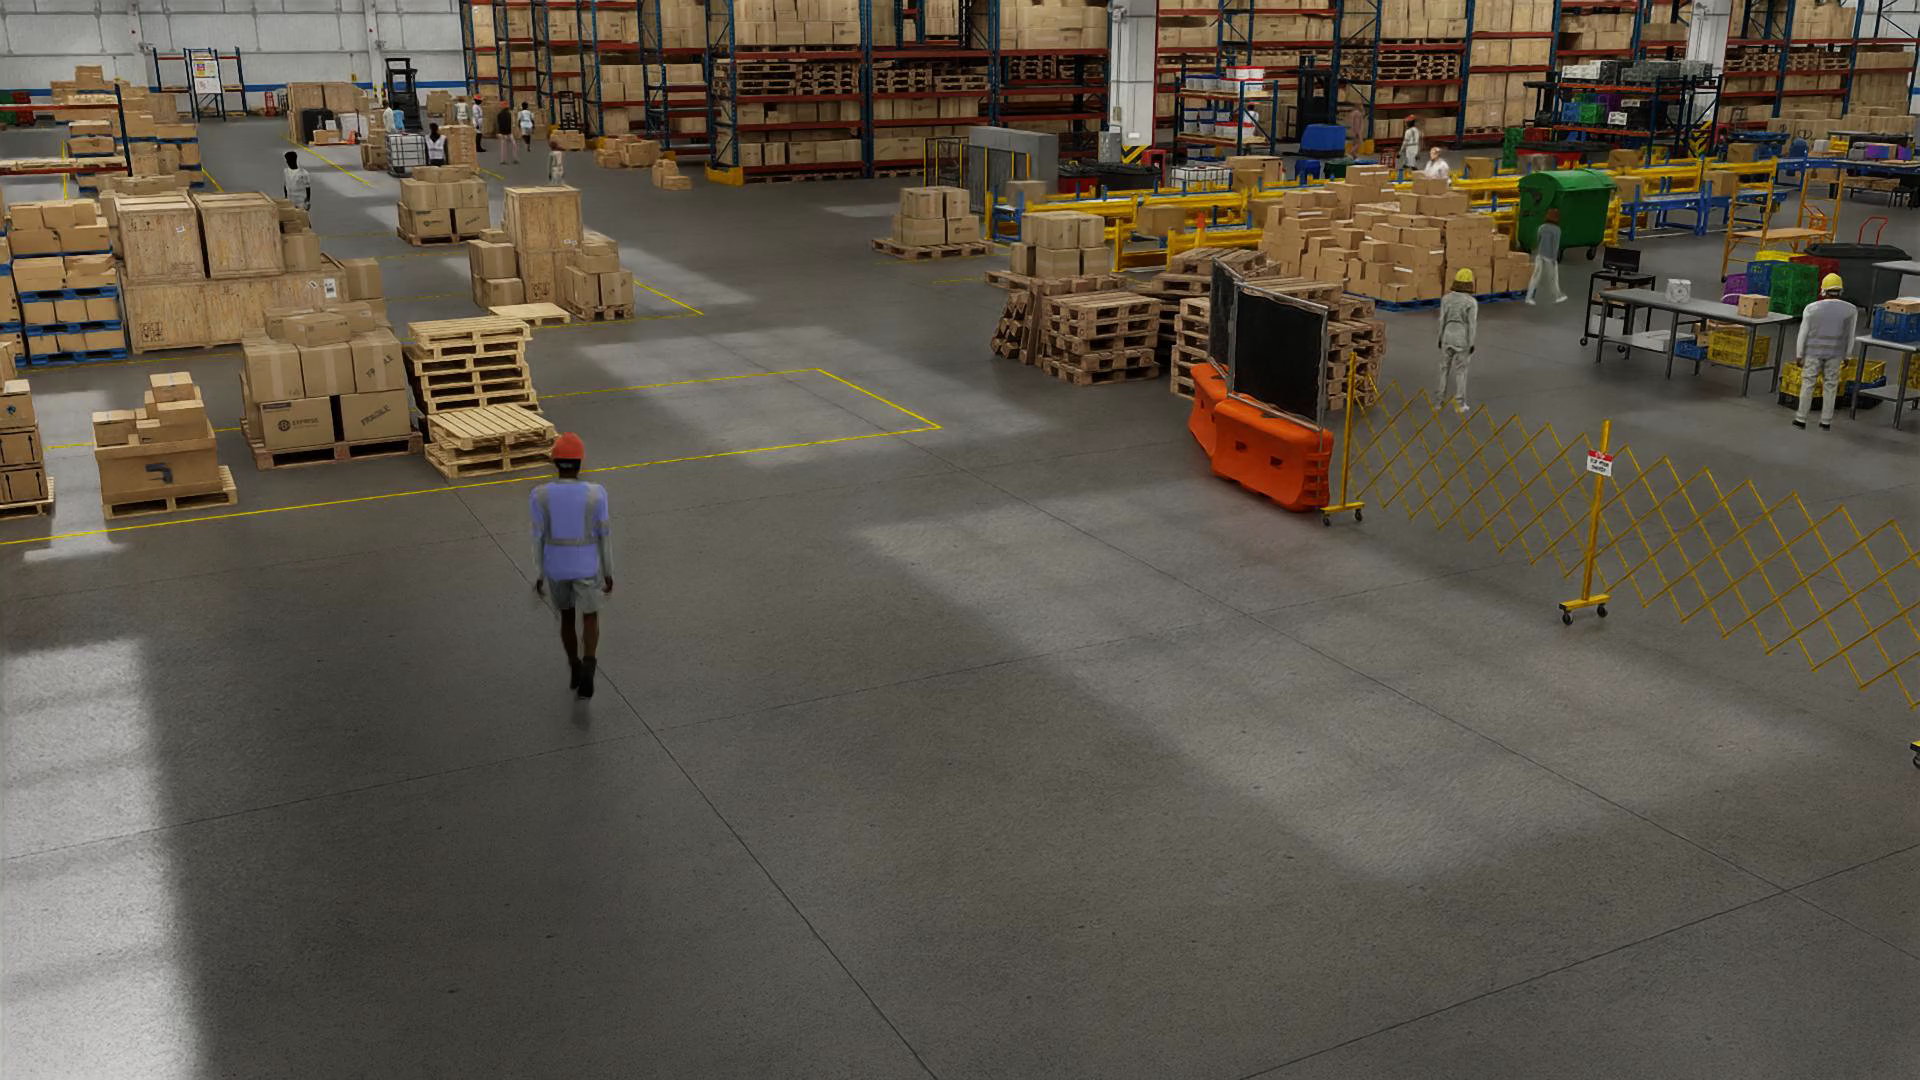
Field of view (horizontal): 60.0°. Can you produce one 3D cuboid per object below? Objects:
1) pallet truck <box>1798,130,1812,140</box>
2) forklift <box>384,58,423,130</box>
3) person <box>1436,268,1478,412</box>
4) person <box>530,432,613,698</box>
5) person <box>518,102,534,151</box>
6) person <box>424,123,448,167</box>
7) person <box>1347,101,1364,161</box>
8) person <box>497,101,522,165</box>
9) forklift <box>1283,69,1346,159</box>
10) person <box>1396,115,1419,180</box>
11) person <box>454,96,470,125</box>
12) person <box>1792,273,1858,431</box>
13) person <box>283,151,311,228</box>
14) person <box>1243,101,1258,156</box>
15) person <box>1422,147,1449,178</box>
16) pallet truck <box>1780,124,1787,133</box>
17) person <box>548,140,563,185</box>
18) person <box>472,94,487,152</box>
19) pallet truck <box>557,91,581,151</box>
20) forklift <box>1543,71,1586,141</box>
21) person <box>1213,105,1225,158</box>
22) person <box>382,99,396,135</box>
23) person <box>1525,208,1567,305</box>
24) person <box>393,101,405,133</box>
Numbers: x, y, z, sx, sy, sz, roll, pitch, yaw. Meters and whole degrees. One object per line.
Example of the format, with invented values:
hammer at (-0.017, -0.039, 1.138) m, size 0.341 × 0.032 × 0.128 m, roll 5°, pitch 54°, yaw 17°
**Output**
pallet truck at (25.526, -11.556, 49.408) m, size 1.630 × 1.274 × 0.653 m, roll -9°, pitch 20°, yaw -26°
forklift at (-22.207, -17.693, 65.995) m, size 1.129 × 2.768 × 1.873 m, roll -9°, pitch 20°, yaw -27°
person at (6.064, -2.438, 20.281) m, size 0.489 × 1.740 × 0.324 m, roll 16°, pitch 23°, yaw 40°
person at (-2.747, 0.206, 11.768) m, size 0.550 × 1.912 × 0.688 m, roll -2°, pitch 18°, yaw -5°
person at (-14.744, -14.064, 56.623) m, size 0.542 × 1.679 × 0.655 m, roll -10°, pitch 21°, yaw -30°
person at (-13.531, -9.794, 42.937) m, size 0.620 × 1.900 × 0.660 m, roll 0°, pitch 18°, yaw -1°
person at (12.605, -12.937, 52.748) m, size 0.427 × 1.895 × 0.667 m, roll 1°, pitch 18°, yaw 3°
person at (-14.059, -12.660, 51.779) m, size 0.834 × 1.963 × 0.623 m, roll 11°, pitch 21°, yaw 30°
forklift at (11.615, -13.871, 54.079) m, size 1.129 × 2.768 × 1.873 m, roll -9°, pitch 20°, yaw -27°
person at (12.034, -10.394, 44.689) m, size 1.059 × 1.970 × 0.602 m, roll 11°, pitch 21°, yaw 30°
person at (-18.396, -15.592, 61.503) m, size 0.513 × 1.602 × 0.825 m, roll -10°, pitch 21°, yaw -30°
person at (10.041, -2.179, 19.336) m, size 0.594 × 1.826 × 0.404 m, roll 5°, pitch 18°, yaw 16°
person at (-13.553, -6.956, 34.006) m, size 0.604 × 1.959 × 0.379 m, roll 5°, pitch 18°, yaw 14°
person at (9.258, -13.080, 53.257) m, size 0.557 × 1.863 × 0.994 m, roll 11°, pitch 21°, yaw 30°
person at (10.107, -7.503, 35.863) m, size 0.976 × 1.861 × 0.657 m, roll -6°, pitch 19°, yaw -19°
pallet truck at (25.206, -12.542, 52.601) m, size 1.601 × 1.201 × 0.680 m, roll 0°, pitch 18°, yaw -2°
person at (-9.951, -9.019, 40.967) m, size 0.365 × 1.626 × 0.552 m, roll 6°, pitch 19°, yaw 18°
person at (-16.346, -14.166, 56.545) m, size 0.383 × 1.930 × 0.540 m, roll 0°, pitch 18°, yaw 1°
pallet truck at (-13.495, -14.412, 57.188) m, size 0.823 × 1.965 × 1.885 m, roll -3°, pitch 18°, yaw -9°
forklift at (18.685, -13.231, 52.085) m, size 1.873 × 2.768 × 1.129 m, roll -9°, pitch 20°, yaw -26°
person at (8.338, -13.211, 53.884) m, size 0.524 × 1.722 × 0.927 m, roll -10°, pitch 20°, yaw -28°
person at (-18.254, -13.102, 53.204) m, size 0.378 × 1.937 × 0.628 m, roll -5°, pitch 18°, yaw -14°
person at (9.729, -4.680, 27.496) m, size 0.877 × 1.582 × 0.517 m, roll -9°, pitch 20°, yaw -27°
person at (-19.029, -13.976, 56.311) m, size 0.316 × 1.695 × 0.541 m, roll 12°, pitch 21°, yaw 32°
